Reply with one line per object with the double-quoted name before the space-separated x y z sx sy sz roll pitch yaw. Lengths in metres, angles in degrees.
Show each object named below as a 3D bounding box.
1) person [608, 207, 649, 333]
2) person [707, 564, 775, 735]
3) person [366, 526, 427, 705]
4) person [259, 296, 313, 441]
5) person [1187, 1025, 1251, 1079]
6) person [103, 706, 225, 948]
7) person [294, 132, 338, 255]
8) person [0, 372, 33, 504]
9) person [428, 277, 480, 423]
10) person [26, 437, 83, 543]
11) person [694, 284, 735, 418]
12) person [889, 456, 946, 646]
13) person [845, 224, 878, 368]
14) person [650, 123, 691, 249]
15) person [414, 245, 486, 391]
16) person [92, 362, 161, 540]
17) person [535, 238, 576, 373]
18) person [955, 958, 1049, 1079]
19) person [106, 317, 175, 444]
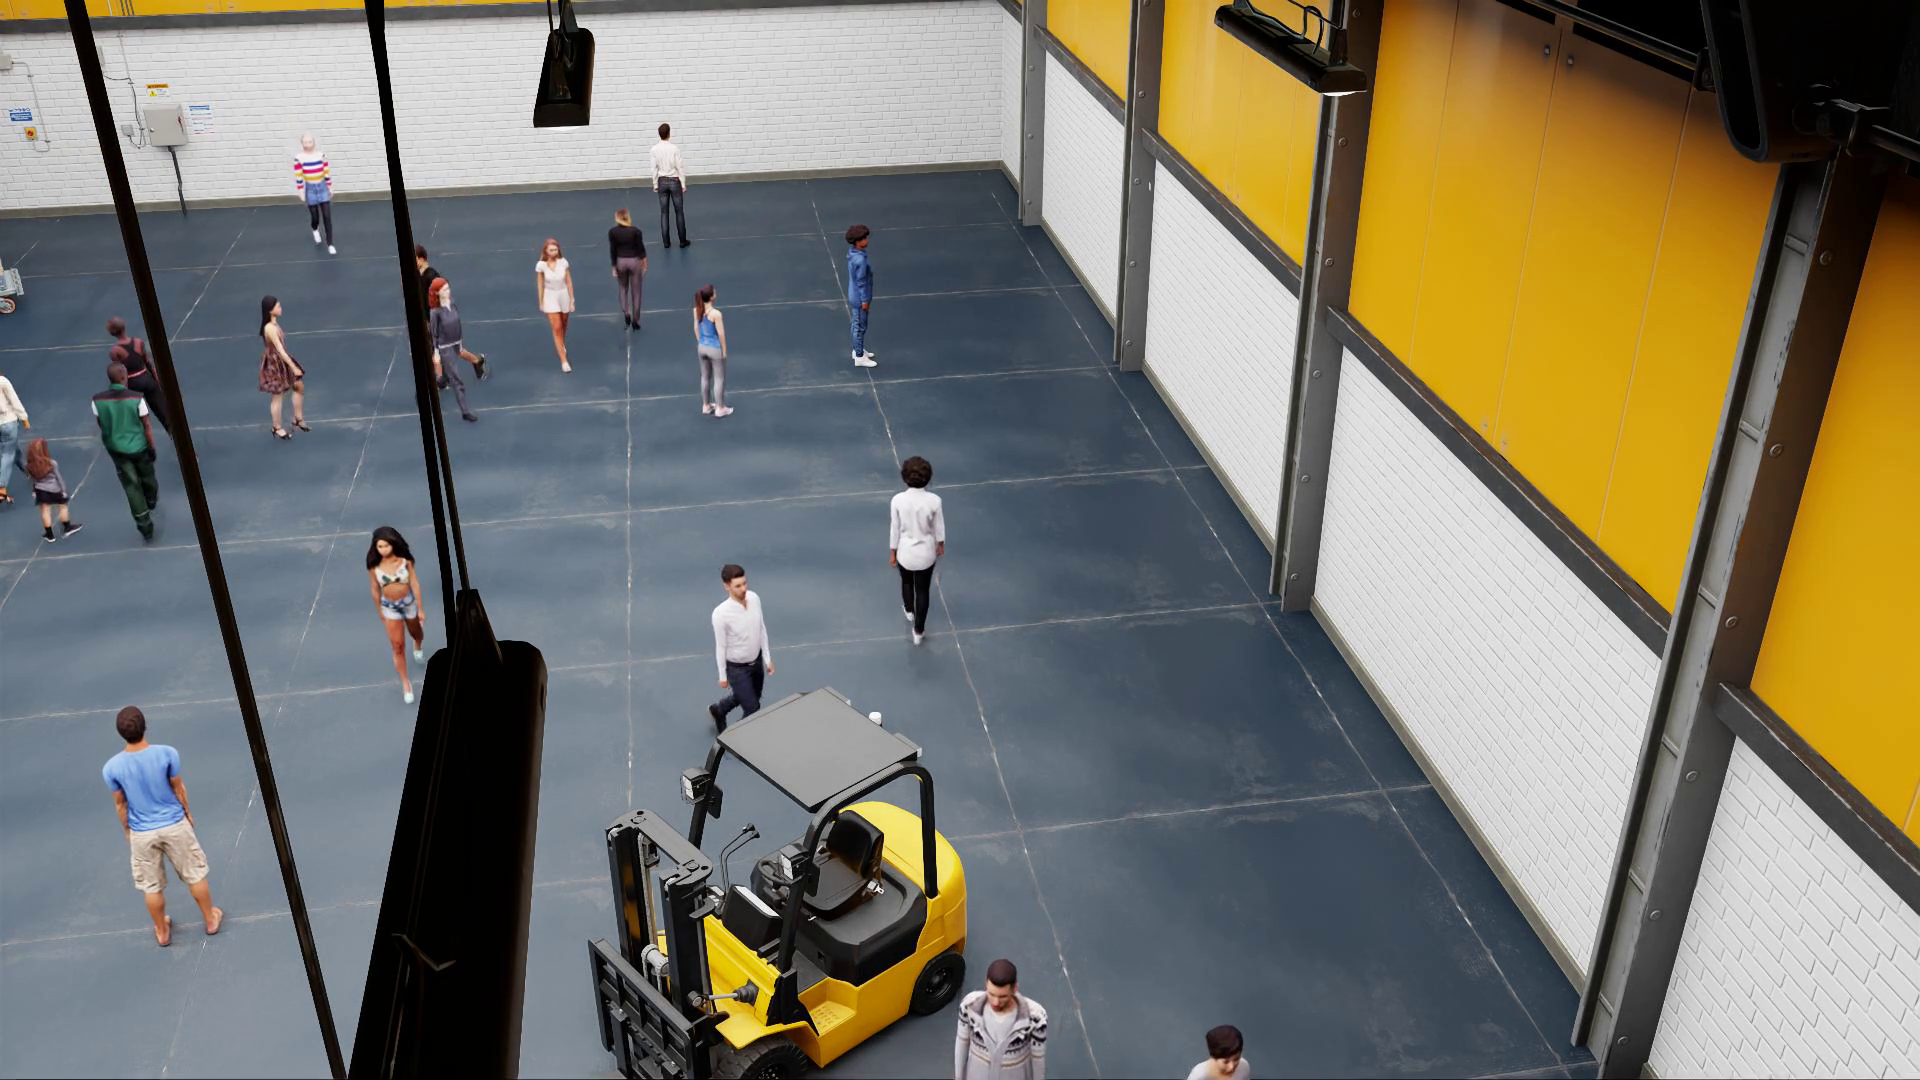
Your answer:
"person" -4.375 -3.541 21.933 0.658 1.660 0.657 1 29 1
"person" -1.806 0.977 13.464 1.220 1.839 1.108 21 35 34
"person" -4.841 0.577 14.454 0.653 1.593 1.052 -9 30 -16
"person" -7.815 -1.912 18.851 0.736 1.752 0.689 -10 30 -17
"person" 1.417 3.314 9.492 0.557 1.539 0.571 -6 29 -11
"person" -5.573 1.995 11.579 0.703 1.858 0.665 -12 31 -20
"person" -9.624 -5.202 24.842 0.901 1.790 1.141 -16 32 -27
"person" -10.187 -1.165 17.601 0.862 1.638 1.163 4 29 7
"person" -6.049 -2.227 19.431 1.025 1.750 1.068 12 31 21
"person" -9.332 -0.515 16.980 0.523 1.092 0.556 -5 29 -9
"person" -2.935 -2.239 19.601 0.650 1.608 0.699 16 32 27
"person" -0.390 0.134 15.064 0.741 1.788 0.947 -1 29 -1
"person" -1.257 -3.096 20.962 0.730 1.810 0.486 -4 29 -8
"person" -4.361 -5.319 24.974 0.712 1.871 0.630 2 29 4
"person" -6.275 -2.710 20.226 1.129 1.836 1.100 25 37 38
"person" -8.446 -0.856 16.897 0.784 1.769 1.227 -9 30 -16
"person" -5.088 -3.019 20.990 0.789 1.647 1.200 -12 31 -21
"person" 0.245 3.086 9.599 0.921 1.839 1.051 7 29 13
"person" -8.963 -1.602 18.328 1.194 1.709 1.124 22 36 35
